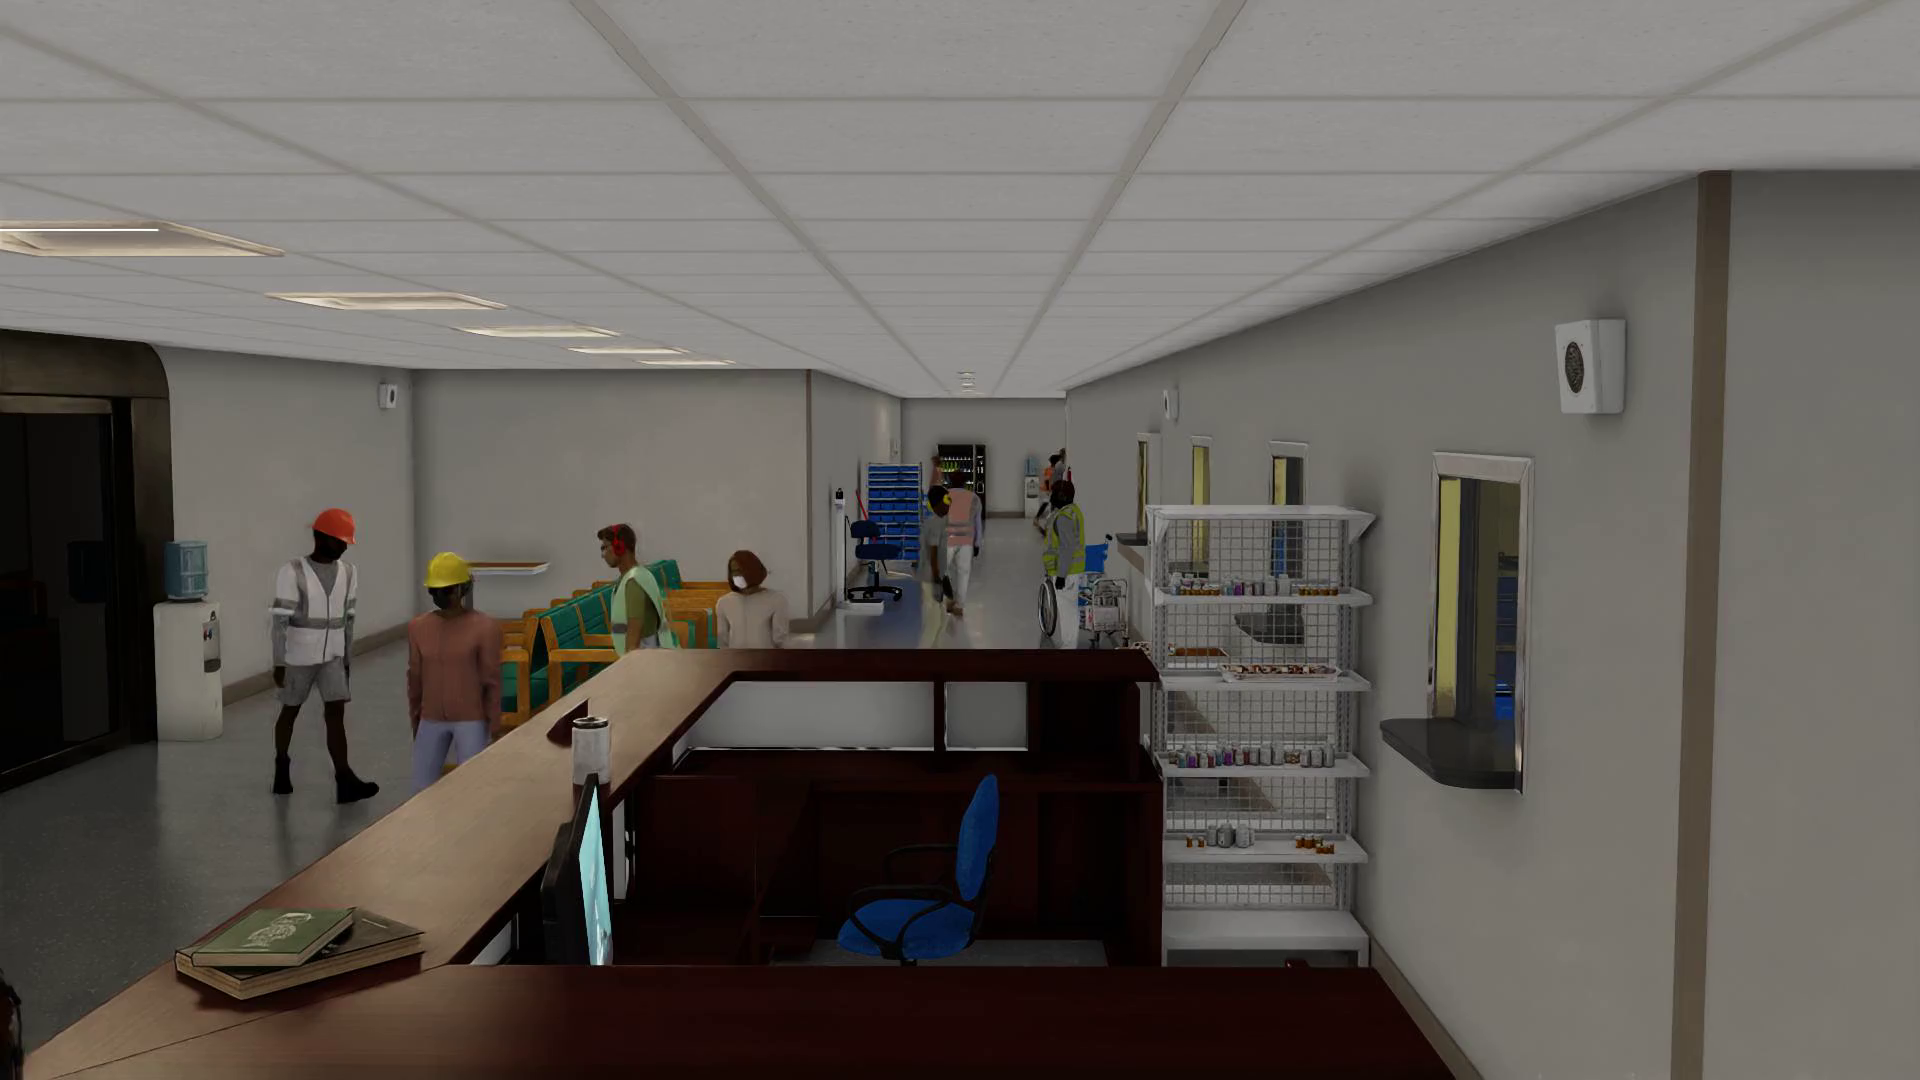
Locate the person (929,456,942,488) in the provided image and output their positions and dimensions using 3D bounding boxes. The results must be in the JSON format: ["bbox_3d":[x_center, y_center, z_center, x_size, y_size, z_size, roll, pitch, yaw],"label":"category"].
[{"bbox_3d":[-0.598,-1.182,39.199,0.366,1.612,0.544,1,4,9],"label":"person"}]

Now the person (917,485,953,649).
[{"bbox_3d":[-0.251,0.410,15.455,0.370,1.837,0.581,0,4,-2],"label":"person"}]

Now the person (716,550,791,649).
[{"bbox_3d":[-1.304,0.853,10.641,0.516,1.607,0.555,1,4,9],"label":"person"}]

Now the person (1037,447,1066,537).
[{"bbox_3d":[2.041,-0.958,34.131,0.979,1.907,0.632,1,4,16],"label":"person"}]

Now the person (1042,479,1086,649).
[{"bbox_3d":[1.034,0.318,16.600,0.430,1.845,0.624,1,4,12],"label":"person"}]

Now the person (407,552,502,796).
[{"bbox_3d":[-2.616,0.930,8.655,0.527,1.757,0.433,0,4,6],"label":"person"}]

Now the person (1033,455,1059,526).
[{"bbox_3d":[1.991,-1.145,38.294,0.596,1.668,0.547,2,5,29],"label":"person"}]

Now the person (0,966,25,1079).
[{"bbox_3d":[-1.206,1.366,1.984,0.630,1.835,0.429,-2,5,-30],"label":"person"}]

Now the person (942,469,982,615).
[{"bbox_3d":[-0.040,0.036,20.615,0.654,1.832,0.433,-1,4,-12],"label":"person"}]

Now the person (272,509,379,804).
[{"bbox_3d":[-4.129,0.736,10.623,1.010,1.866,0.646,4,6,43],"label":"person"}]
